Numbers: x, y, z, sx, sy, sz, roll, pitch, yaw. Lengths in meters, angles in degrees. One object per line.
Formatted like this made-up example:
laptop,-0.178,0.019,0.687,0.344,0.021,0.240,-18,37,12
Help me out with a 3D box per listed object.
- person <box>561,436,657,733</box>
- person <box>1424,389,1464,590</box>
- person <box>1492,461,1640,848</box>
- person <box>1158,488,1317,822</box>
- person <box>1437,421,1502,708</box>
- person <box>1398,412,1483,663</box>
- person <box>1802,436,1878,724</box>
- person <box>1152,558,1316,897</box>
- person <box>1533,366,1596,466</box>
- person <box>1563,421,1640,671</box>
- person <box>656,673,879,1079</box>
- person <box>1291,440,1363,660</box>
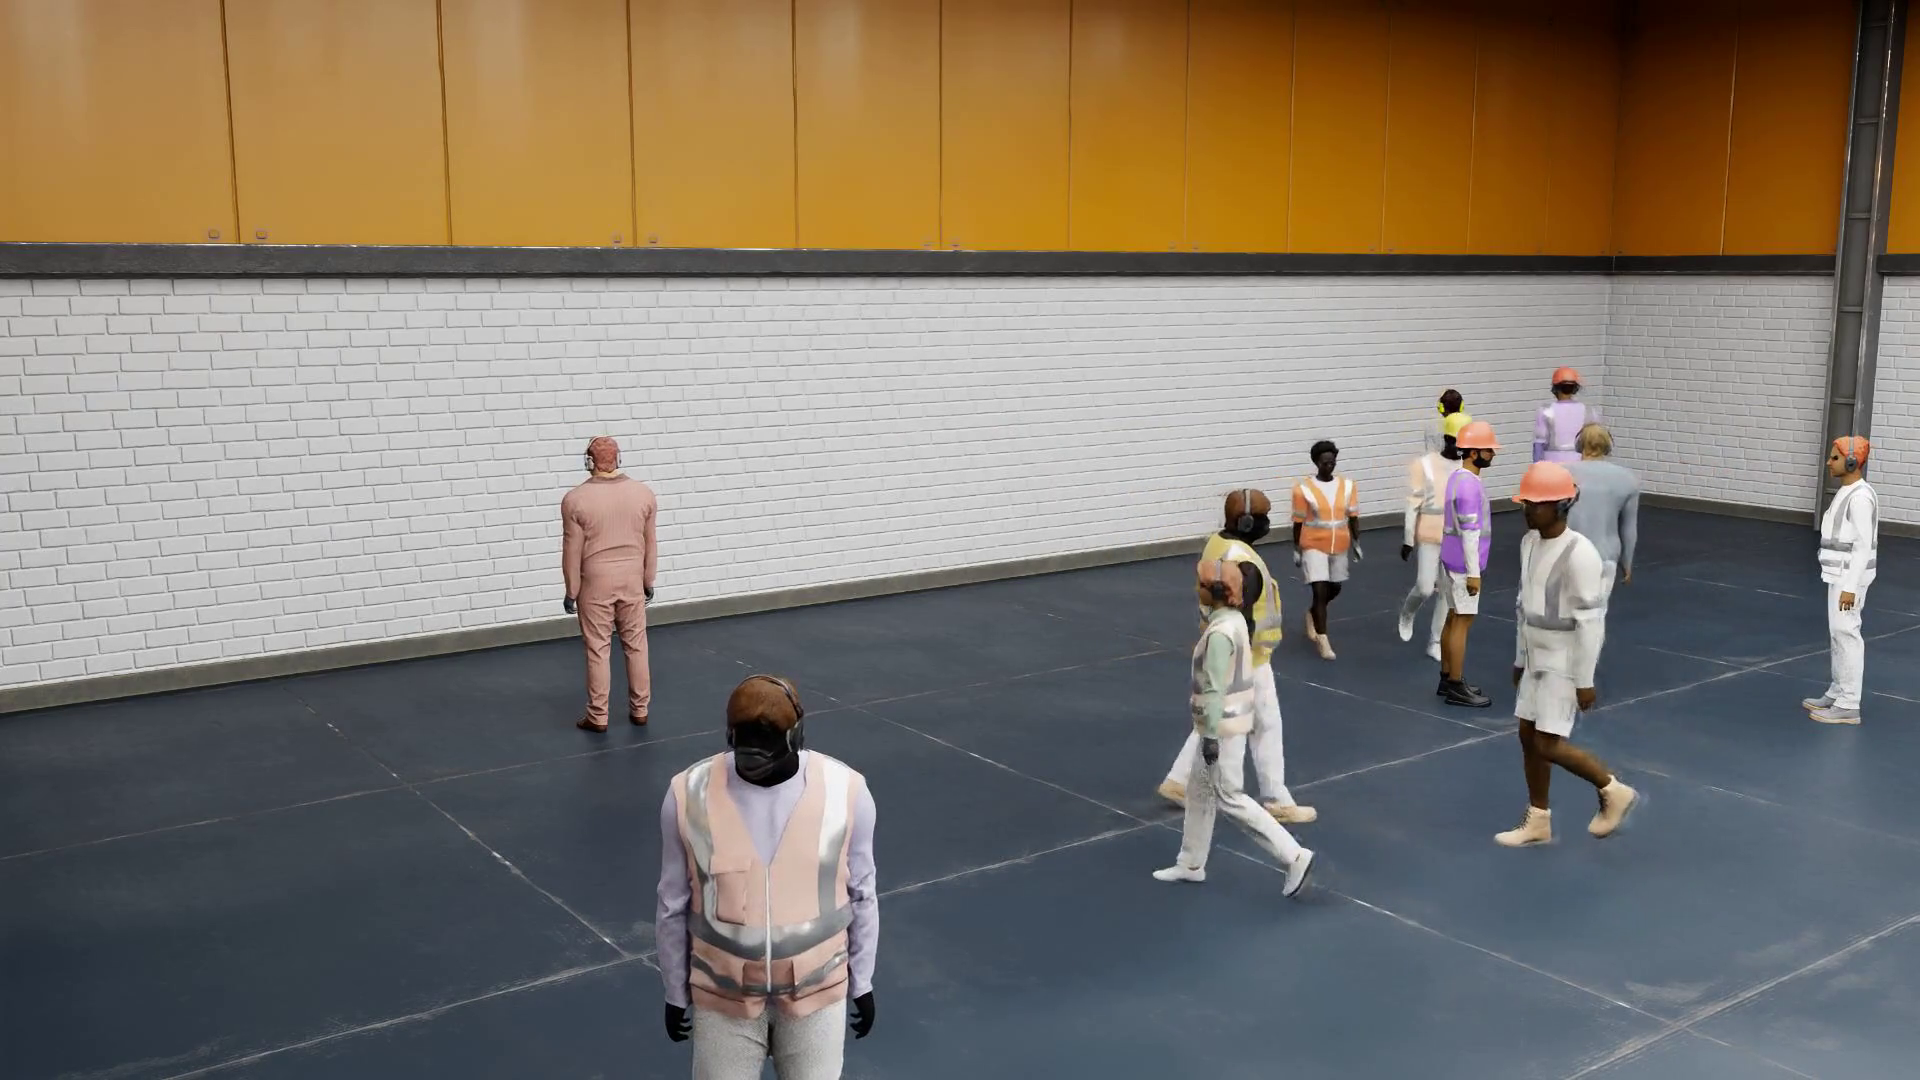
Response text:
person,-2.256,0.281,10.674,0.642,1.906,0.410,-6,11,-34
person,4.513,-0.464,15.386,0.509,1.868,0.328,-1,9,-3
person,3.034,0.602,8.351,0.652,2.025,0.606,-1,9,-6
person,1.487,0.613,8.909,0.807,1.816,0.628,-1,9,-5
person,3.464,0.158,11.326,0.361,1.939,0.543,1,9,7
person,3.633,-0.039,12.638,0.624,1.899,0.604,-1,9,-8
person,5.787,0.258,10.876,0.337,1.882,0.584,3,10,20
person,1.309,0.885,7.838,0.718,1.621,0.531,2,9,13
person,5.840,-0.671,16.161,0.610,2.026,0.457,0,9,3
person,4.333,0.142,11.468,0.633,1.923,0.499,2,9,13
person,-0.543,1.275,4.740,0.631,1.840,0.428,-1,9,-6
person,2.798,0.041,12.880,0.535,1.668,0.779,-2,9,-13
